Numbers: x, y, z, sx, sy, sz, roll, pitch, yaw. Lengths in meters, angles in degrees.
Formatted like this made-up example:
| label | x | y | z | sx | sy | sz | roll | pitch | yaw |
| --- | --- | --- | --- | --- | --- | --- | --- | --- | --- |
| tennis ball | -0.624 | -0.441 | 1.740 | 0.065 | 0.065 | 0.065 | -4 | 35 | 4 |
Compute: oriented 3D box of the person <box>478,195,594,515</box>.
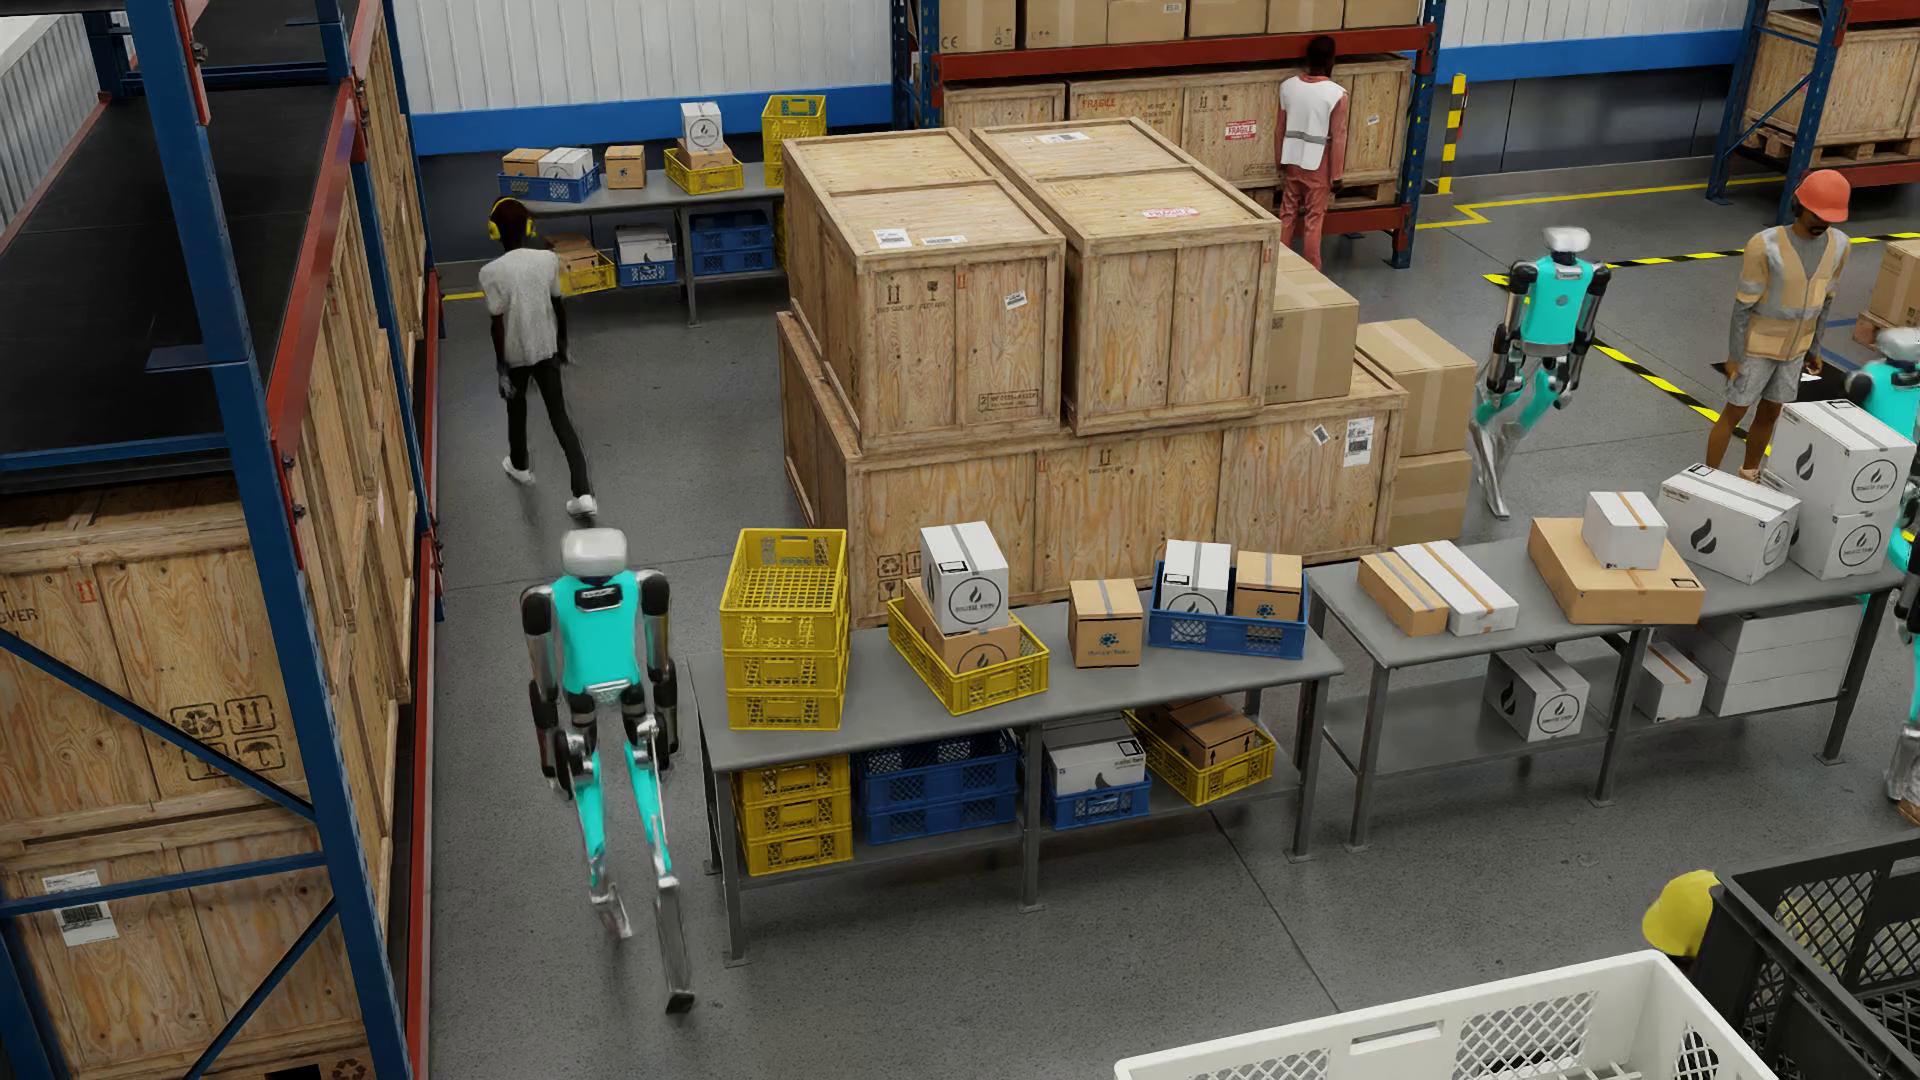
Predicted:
| label | x | y | z | sx | sy | sz | roll | pitch | yaw |
| --- | --- | --- | --- | --- | --- | --- | --- | --- | --- |
| person | -2.404 | -1.045 | 9.410 | 0.523 | 1.817 | 1.012 | -21 | 35 | -33 |

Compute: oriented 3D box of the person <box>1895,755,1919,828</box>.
| label | x | y | z | sx | sy | sz | roll | pitch | yaw |
| --- | --- | --- | --- | --- | --- | --- | --- | --- | --- |
| person | 4.286 | 0.388 | 6.796 | 0.630 | 1.835 | 0.429 | -15 | 32 | -25 |

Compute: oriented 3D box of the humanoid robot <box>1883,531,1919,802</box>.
| label | x | y | z | sx | sy | sz | roll | pitch | yaw |
| --- | --- | --- | --- | --- | --- | --- | --- | --- | --- |
| humanoid robot | 4.165 | 0.403 | 6.846 | 0.544 | 1.778 | 0.672 | 10 | 30 | 17 |

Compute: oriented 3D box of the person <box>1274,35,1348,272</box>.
| label | x | y | z | sx | sy | sz | roll | pitch | yaw |
| --- | --- | --- | --- | --- | --- | --- | --- | --- | --- |
| person | 2.611 | -2.798 | 12.511 | 0.587 | 1.896 | 0.397 | 26 | 38 | 38 |

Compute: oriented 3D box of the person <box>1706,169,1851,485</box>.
| label | x | y | z | sx | sy | sz | roll | pitch | yaw |
| --- | --- | --- | --- | --- | --- | --- | --- | --- | --- |
| person | 4.542 | -1.065 | 9.225 | 0.606 | 2.032 | 0.400 | -5 | 29 | -9 |

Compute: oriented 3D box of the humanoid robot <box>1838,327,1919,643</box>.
| label | x | y | z | sx | sy | sz | roll | pitch | yaw |
| --- | --- | --- | --- | --- | --- | --- | --- | --- | --- |
| humanoid robot | 4.373 | -0.004 | 7.631 | 0.545 | 1.775 | 0.983 | -9 | 30 | -15 |

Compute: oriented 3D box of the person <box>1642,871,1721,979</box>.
| label | x | y | z | sx | sy | sz | roll | pitch | yaw |
| --- | --- | --- | --- | --- | --- | --- | --- | --- | --- |
| person | 2.021 | 1.609 | 4.671 | 0.732 | 1.741 | 0.528 | 3 | 29 | 5 |

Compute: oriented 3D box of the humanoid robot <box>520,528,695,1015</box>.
| label | x | y | z | sx | sy | sz | roll | pitch | yaw |
| --- | --- | --- | --- | --- | --- | --- | --- | --- | --- |
| humanoid robot | -1.183 | 0.916 | 5.954 | 0.551 | 1.772 | 0.954 | -11 | 31 | -19 |

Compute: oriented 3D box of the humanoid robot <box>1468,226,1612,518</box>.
| label | x | y | z | sx | sy | sz | roll | pitch | yaw |
| --- | --- | --- | --- | --- | --- | --- | --- | --- | --- |
| humanoid robot | 3.163 | -0.932 | 9.398 | 0.545 | 1.889 | 0.785 | -1 | 29 | -3 |
